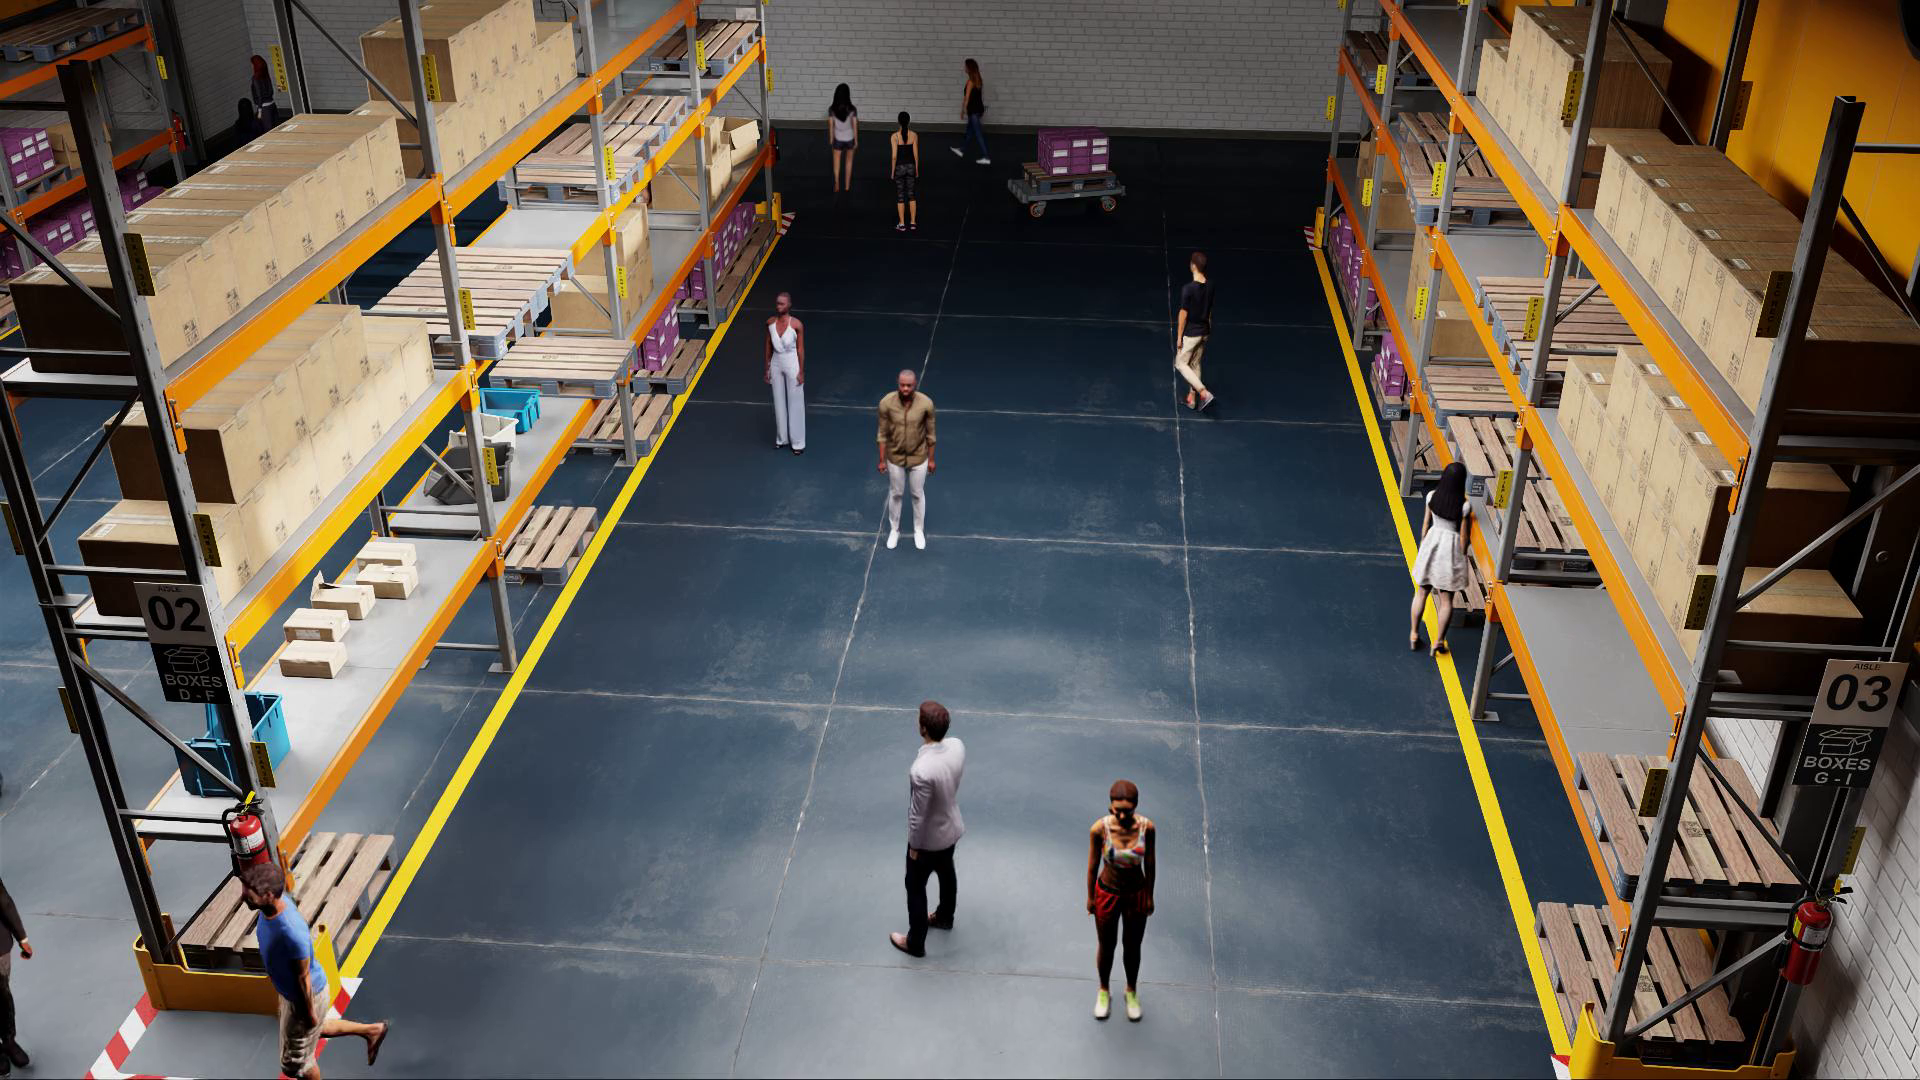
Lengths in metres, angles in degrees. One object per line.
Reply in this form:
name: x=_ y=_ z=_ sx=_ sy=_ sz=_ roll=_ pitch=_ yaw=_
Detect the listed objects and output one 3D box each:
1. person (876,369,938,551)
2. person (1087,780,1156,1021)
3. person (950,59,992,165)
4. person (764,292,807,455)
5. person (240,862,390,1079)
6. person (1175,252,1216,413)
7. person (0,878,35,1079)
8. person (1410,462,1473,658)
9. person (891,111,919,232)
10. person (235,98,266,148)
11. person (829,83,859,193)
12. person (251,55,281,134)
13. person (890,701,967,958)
person: x=-0.498 y=-0.784 z=15.761 sx=0.745 sy=1.825 sz=0.585 roll=0 pitch=29 yaw=-1
person: x=0.999 y=2.206 z=10.320 sx=0.597 sy=1.786 sz=0.572 roll=-1 pitch=29 yaw=-1
person: x=0.311 y=-6.992 z=27.303 sx=0.881 sy=1.669 sz=1.062 roll=13 pitch=31 yaw=22
person: x=-1.841 y=-1.793 z=17.654 sx=0.628 sy=1.783 sz=0.591 roll=10 pitch=30 yaw=18
person: x=-3.732 y=2.562 z=9.608 sx=1.068 sy=1.843 sz=1.027 roll=-20 pitch=35 yaw=-32
person: x=2.670 y=-2.258 z=18.451 sx=0.933 sy=1.837 sz=1.008 roll=-19 pitch=34 yaw=-31
person: x=-5.923 y=2.420 z=9.920 sx=0.880 sy=1.793 sz=0.784 roll=21 pitch=35 yaw=34
person: x=4.081 y=0.155 z=14.097 sx=0.781 sy=1.769 sz=0.810 roll=20 pitch=35 yaw=32
person: x=-0.810 y=-5.396 z=24.317 sx=0.651 sy=1.729 sz=0.655 roll=-9 pitch=30 yaw=-16
person: x=-10.612 y=-5.768 z=24.993 sx=0.602 sy=1.732 sz=0.527 roll=5 pitch=29 yaw=8
person: x=-1.821 y=-6.212 z=25.854 sx=0.624 sy=1.688 sz=0.894 roll=1 pitch=29 yaw=1
person: x=-11.390 y=-7.068 z=27.329 sx=0.654 sy=1.779 sz=0.459 roll=5 pitch=29 yaw=9
person: x=-0.116 y=1.881 z=10.863 sx=0.884 sy=1.837 sz=0.777 roll=16 pitch=32 yaw=27
